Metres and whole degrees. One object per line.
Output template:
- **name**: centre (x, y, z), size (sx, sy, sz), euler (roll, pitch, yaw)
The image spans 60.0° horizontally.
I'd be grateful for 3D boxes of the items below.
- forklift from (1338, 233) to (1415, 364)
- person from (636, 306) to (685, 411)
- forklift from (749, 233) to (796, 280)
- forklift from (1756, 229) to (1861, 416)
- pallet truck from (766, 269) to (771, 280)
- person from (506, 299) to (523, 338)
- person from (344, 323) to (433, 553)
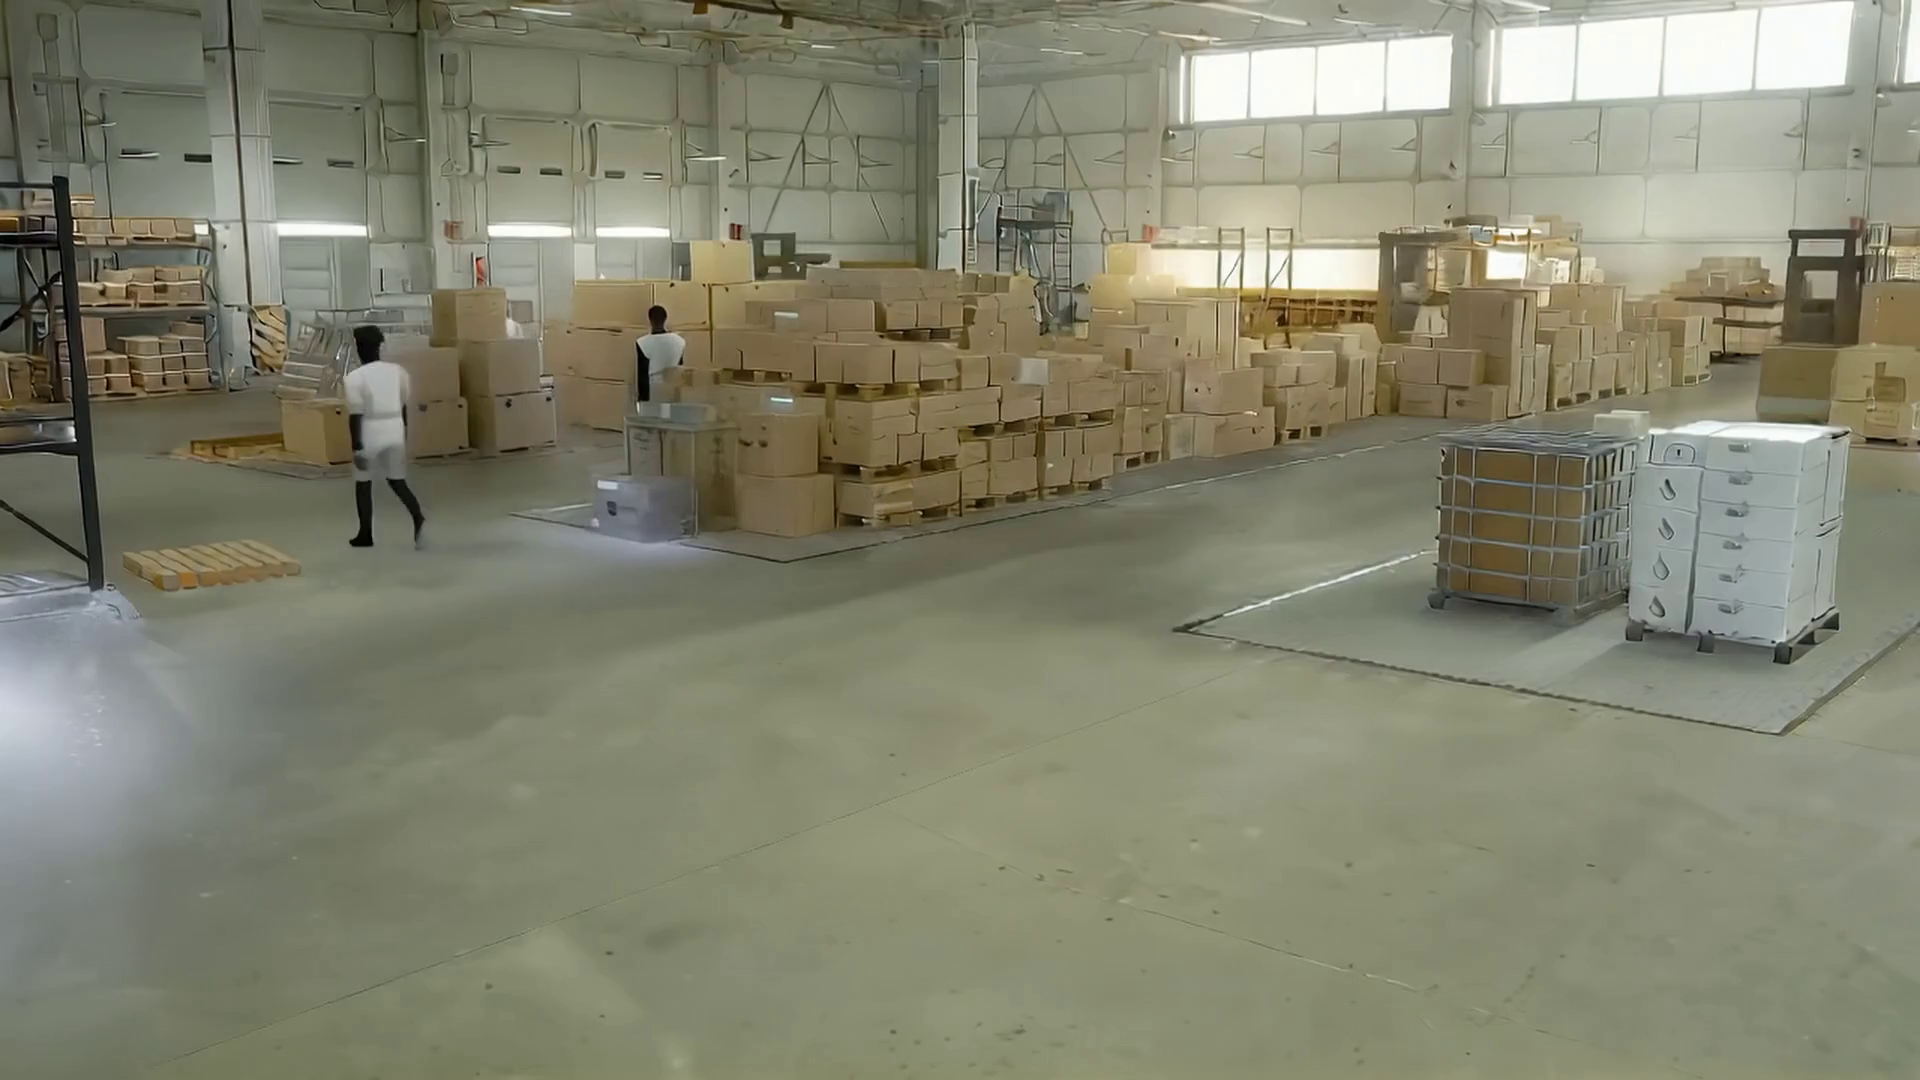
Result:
- **forklift**: centre (8.302, -4.474, 31.864), size (1.873, 2.768, 1.129), euler (8, 13, 40)
- **person**: centre (-3.267, -1.599, 18.236), size (0.597, 1.917, 0.383), euler (-9, 13, -41)
- **forklift**: centre (-3.523, -4.397, 31.428), size (1.873, 2.768, 1.129), euler (8, 13, 40)
- **forklift**: centre (13.026, -3.320, 25.297), size (1.129, 2.768, 1.873), euler (8, 13, 40)
- **pallet truck**: centre (-4.996, -6.432, 45.525), size (1.885, 1.965, 0.823), euler (-6, 12, -32)
- **person**: centre (-6.315, -2.400, 22.862), size (0.978, 1.882, 0.565), euler (9, 14, 42)
- **person**: centre (-4.809, -0.841, 13.883), size (0.874, 1.937, 0.606), euler (8, 13, 40)
